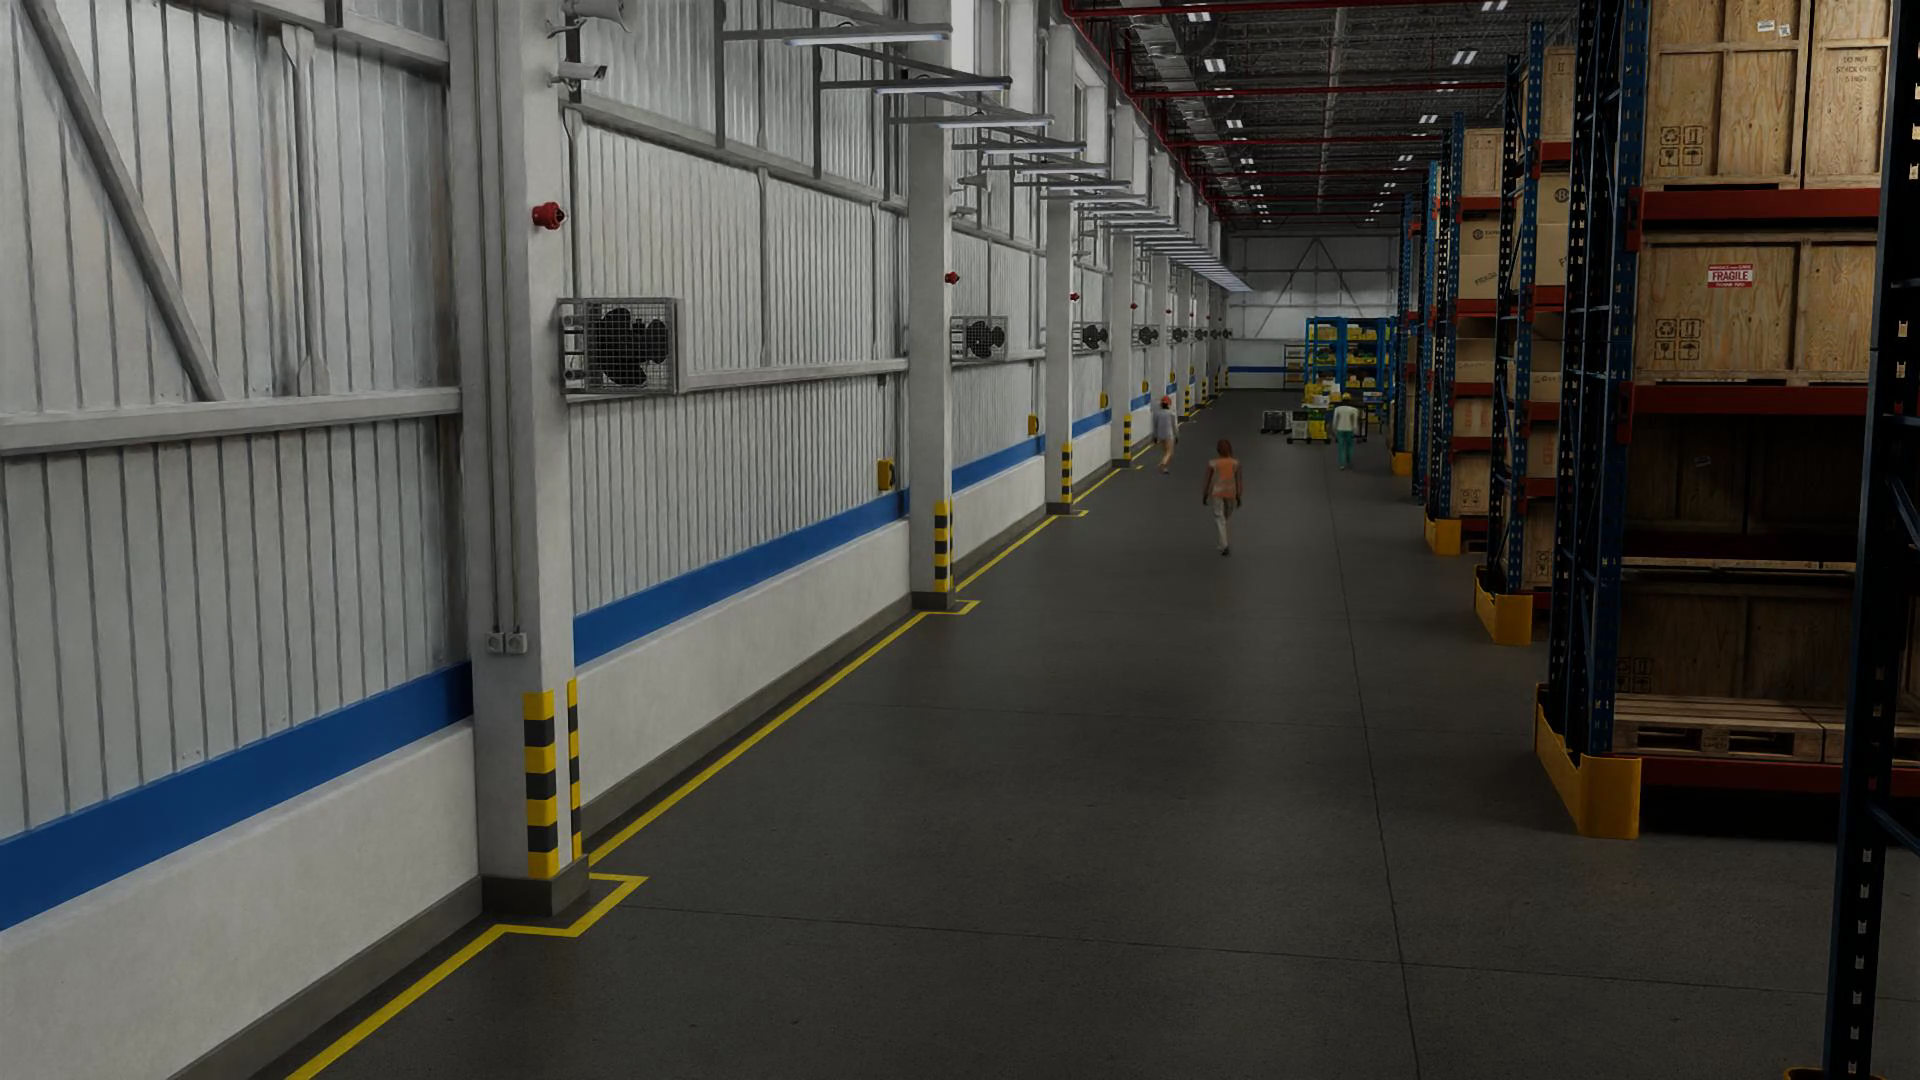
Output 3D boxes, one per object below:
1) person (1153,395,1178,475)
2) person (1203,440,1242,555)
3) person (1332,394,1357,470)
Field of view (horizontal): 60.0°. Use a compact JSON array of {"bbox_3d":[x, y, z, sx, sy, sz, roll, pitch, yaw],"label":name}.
[{"bbox_3d":[4.437,-2.253,35.925,0.580,1.740,0.464,5,9,35],"label":"person"},{"bbox_3d":[3.684,-0.595,23.228,0.525,1.605,0.821,-1,7,-5],"label":"person"},{"bbox_3d":[8.724,-2.461,37.740,0.534,1.707,0.950,0,7,4],"label":"person"}]
